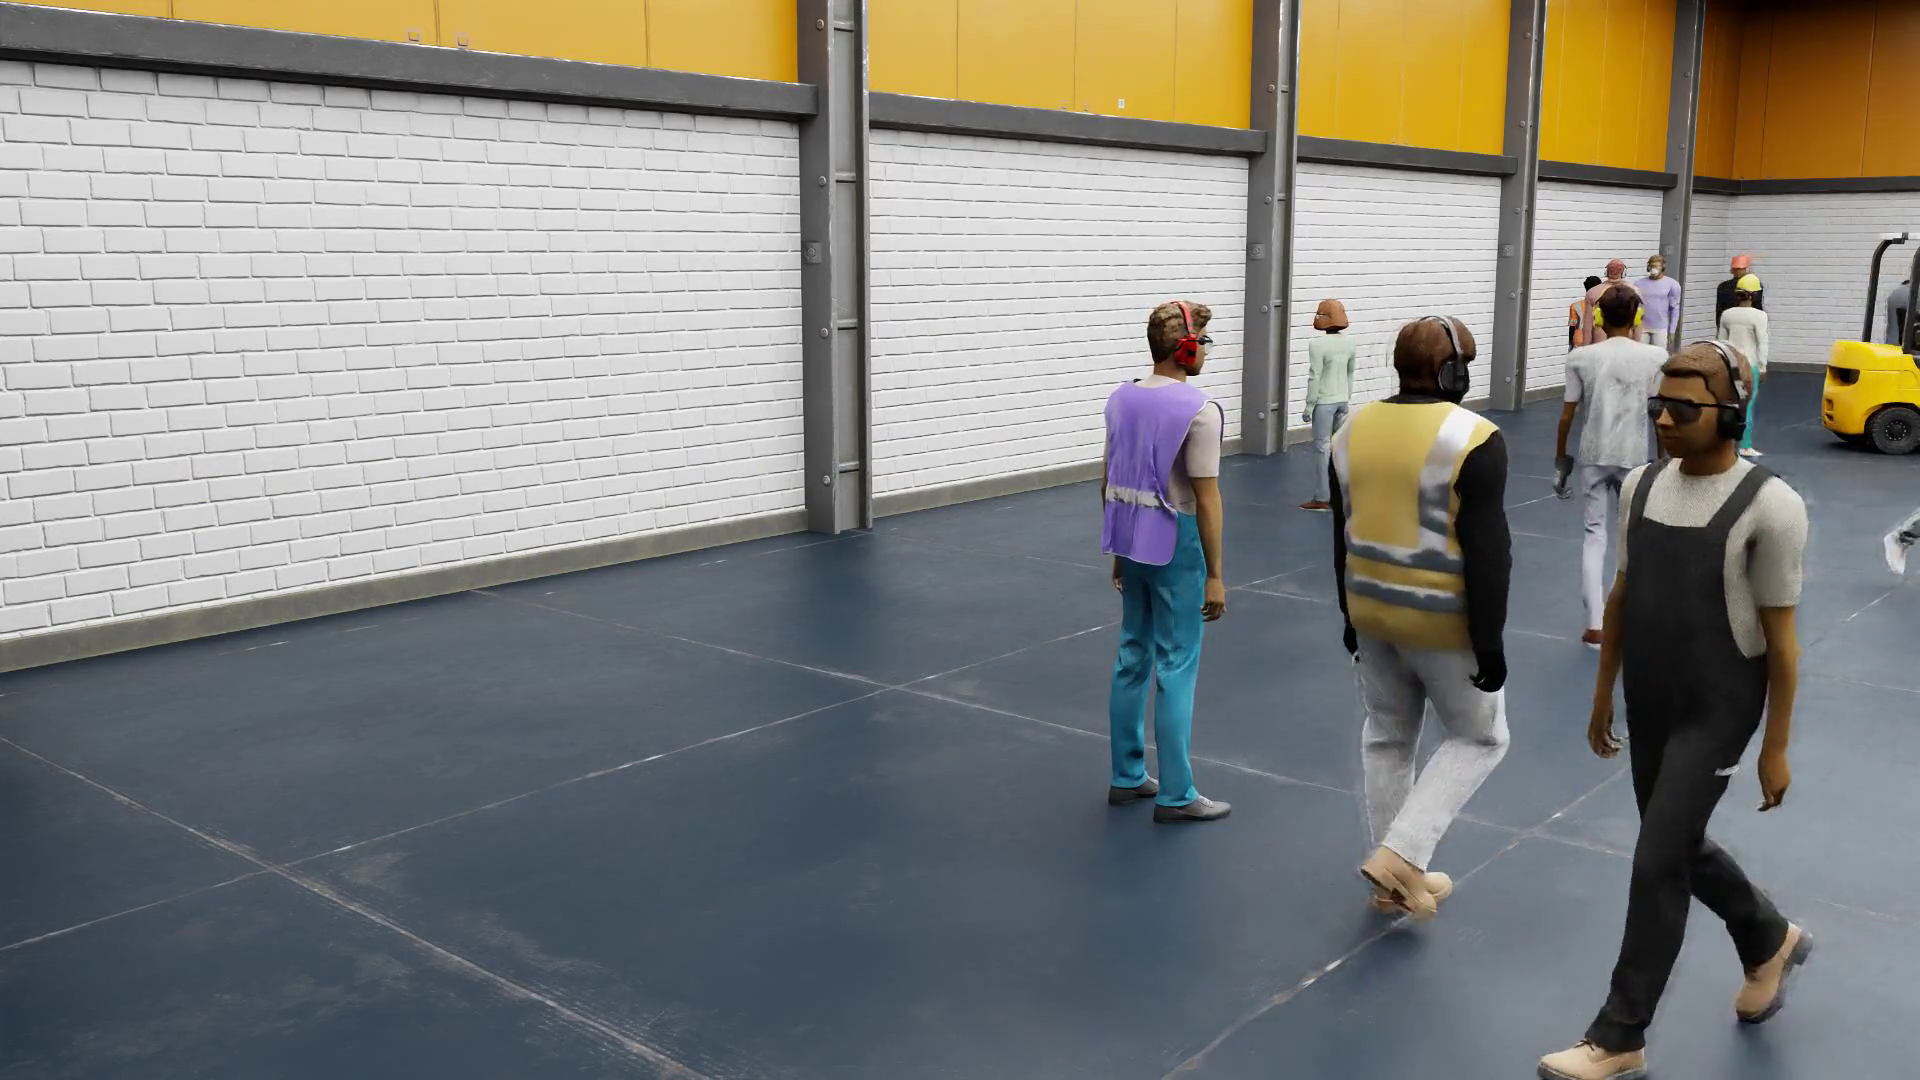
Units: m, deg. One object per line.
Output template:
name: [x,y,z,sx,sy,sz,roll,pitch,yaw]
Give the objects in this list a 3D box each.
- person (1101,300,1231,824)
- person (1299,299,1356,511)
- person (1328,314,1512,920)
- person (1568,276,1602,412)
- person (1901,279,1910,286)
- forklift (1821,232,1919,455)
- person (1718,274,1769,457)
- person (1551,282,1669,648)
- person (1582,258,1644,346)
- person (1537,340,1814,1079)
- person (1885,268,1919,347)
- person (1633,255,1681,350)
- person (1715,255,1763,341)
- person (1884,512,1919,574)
person: [0.711,0.080,5.902,0.372,1.843,0.570,-6,12,-33]
person: [2.850,-1.041,12.882,0.500,1.636,0.279,-8,13,-37]
person: [1.378,0.249,4.972,0.435,1.832,0.648,-7,12,-33]
person: [7.770,-2.410,20.533,0.529,1.689,0.321,3,10,17]
person: [10.585,-2.072,18.597,0.366,1.682,0.534,2,10,13]
forklift: [9.955,-1.972,16.595,2.313,2.155,1.214,1,10,8]
person: [7.640,-1.697,16.239,0.308,1.772,0.526,-5,11,-28]
person: [3.325,-0.379,8.500,0.563,1.850,0.513,3,10,17]
person: [7.359,-2.213,18.785,0.639,1.910,0.407,3,11,19]
person: [1.844,0.415,4.091,0.861,1.823,0.522,-4,11,-21]
person: [10.115,-2.050,17.872,0.813,1.910,0.645,-3,10,-16]
person: [9.038,-2.745,21.728,0.635,1.937,0.360,8,13,39]
person: [10.630,-2.913,22.700,0.632,1.943,1.045,8,13,39]
person: [5.903,-0.560,9.863,0.494,1.725,0.533,-4,11,-23]
